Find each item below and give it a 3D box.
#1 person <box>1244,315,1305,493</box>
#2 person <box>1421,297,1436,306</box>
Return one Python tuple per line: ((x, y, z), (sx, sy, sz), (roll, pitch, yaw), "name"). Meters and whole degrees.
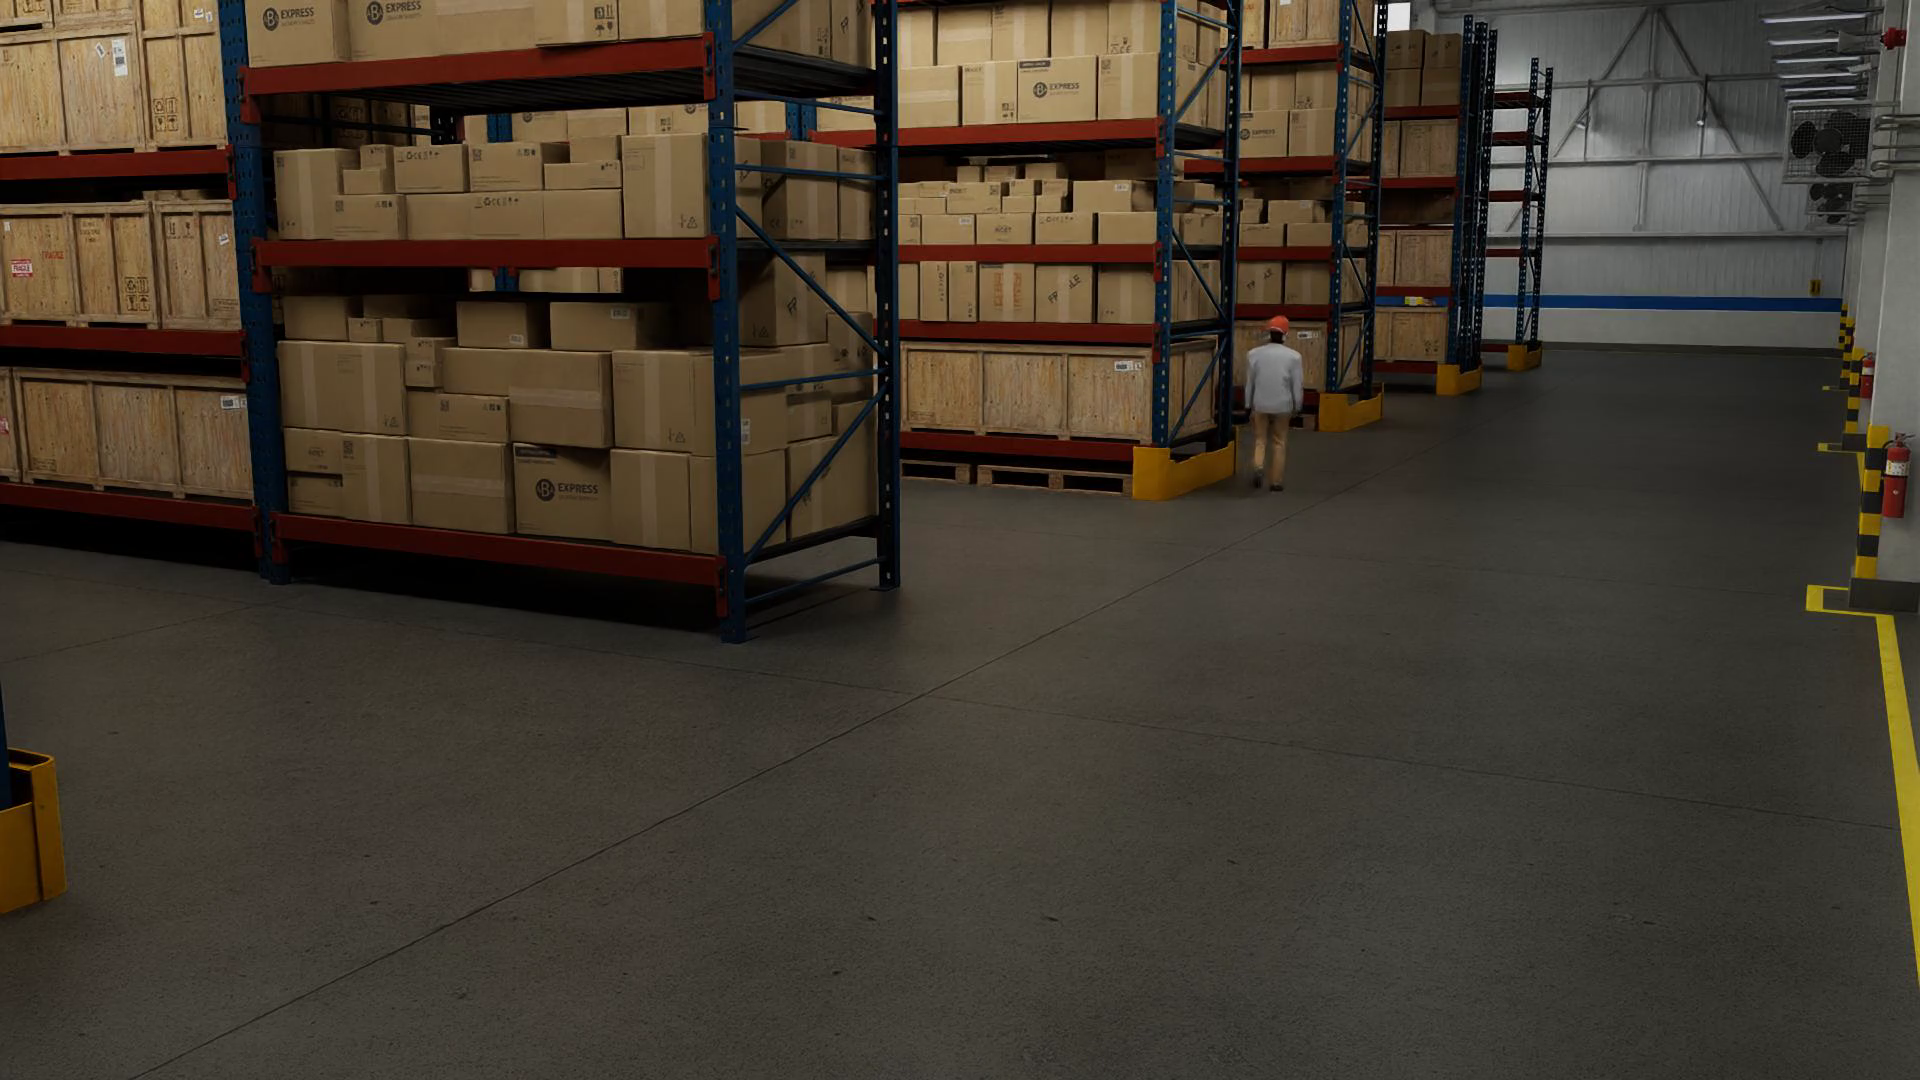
((3.066, -1.322, 16.201), (0.583, 1.734, 0.386), (4, 11, 24), "person")
((9.334, -4.216, 33.244), (0.308, 1.640, 0.511), (8, 13, 40), "person")
